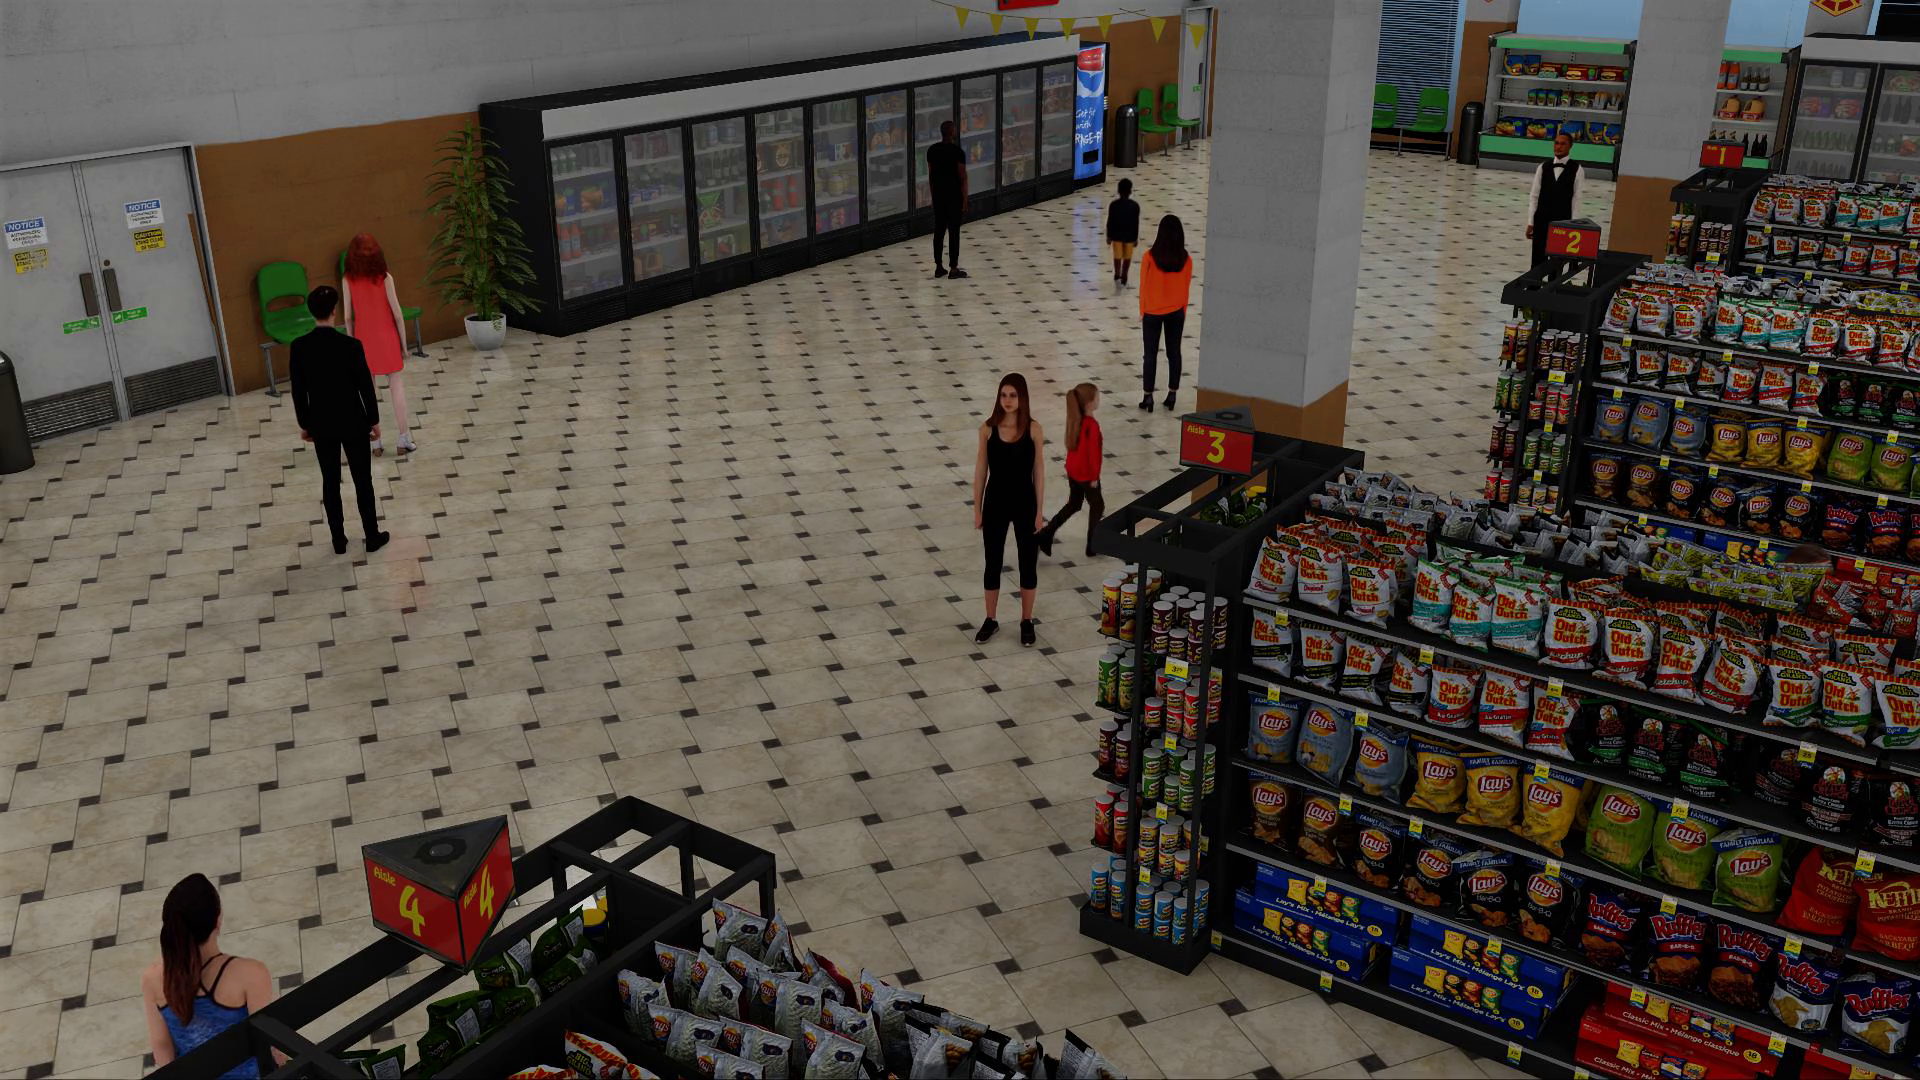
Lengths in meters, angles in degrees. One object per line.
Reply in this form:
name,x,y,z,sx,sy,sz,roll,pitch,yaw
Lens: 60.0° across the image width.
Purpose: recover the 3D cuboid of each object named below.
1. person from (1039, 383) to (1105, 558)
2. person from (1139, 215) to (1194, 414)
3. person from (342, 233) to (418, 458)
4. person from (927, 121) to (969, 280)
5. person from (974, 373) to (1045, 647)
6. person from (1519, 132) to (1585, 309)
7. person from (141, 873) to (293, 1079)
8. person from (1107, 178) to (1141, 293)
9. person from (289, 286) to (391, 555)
person,0.805,-0.460,11.462,0.771,1.267,0.821,-11,24,-25
person,1.798,-1.992,14.629,0.701,1.748,0.757,-4,22,-10
person,-4.733,-1.579,13.498,0.652,1.827,0.735,-2,22,-4
person,-0.149,-3.992,19.515,0.483,1.818,0.731,13,25,29
person,0.319,-0.189,10.173,0.584,1.726,0.708,4,22,9
person,6.428,-3.444,18.015,0.507,1.919,0.758,13,25,30
person,-2.359,1.839,5.327,1.077,1.575,0.996,1,22,2
person,1.859,-3.465,18.957,0.855,1.255,0.830,1,22,3
person,-4.311,-0.821,11.528,0.772,1.889,0.845,-3,22,-7
